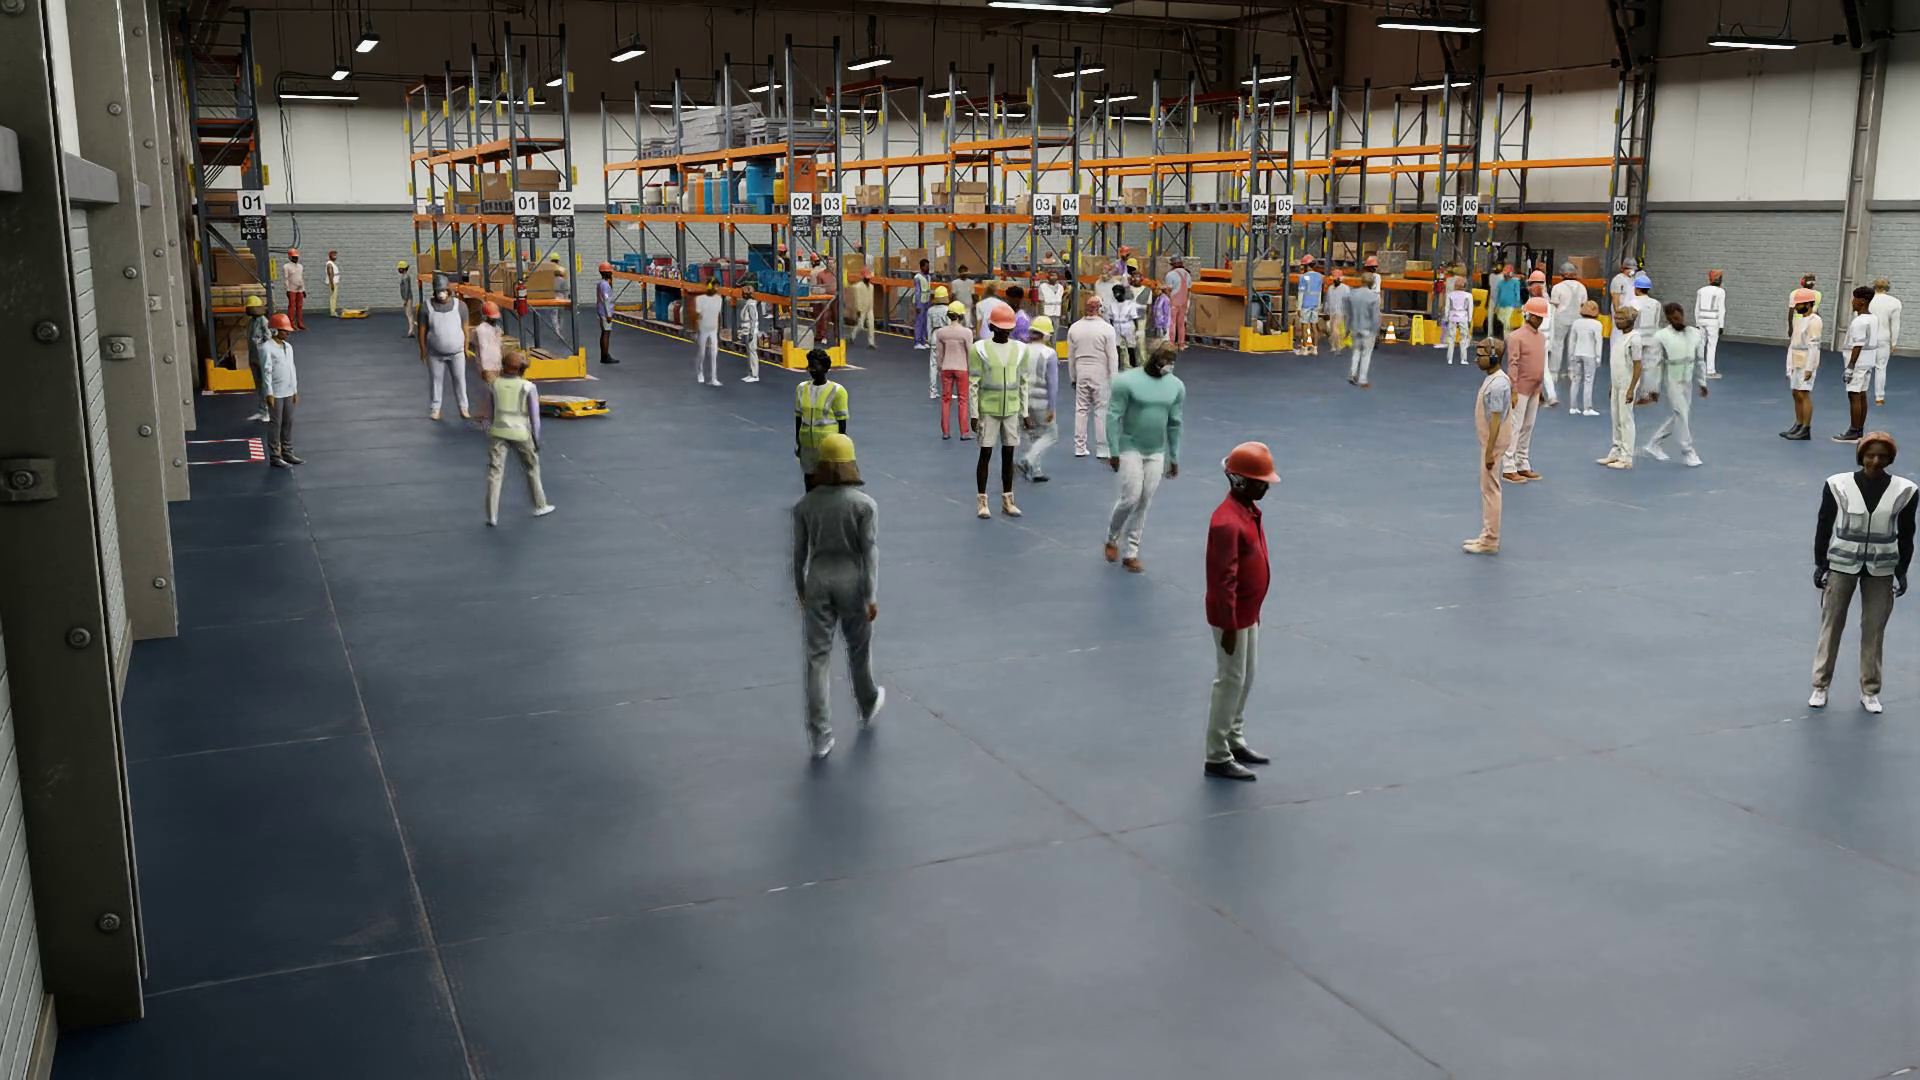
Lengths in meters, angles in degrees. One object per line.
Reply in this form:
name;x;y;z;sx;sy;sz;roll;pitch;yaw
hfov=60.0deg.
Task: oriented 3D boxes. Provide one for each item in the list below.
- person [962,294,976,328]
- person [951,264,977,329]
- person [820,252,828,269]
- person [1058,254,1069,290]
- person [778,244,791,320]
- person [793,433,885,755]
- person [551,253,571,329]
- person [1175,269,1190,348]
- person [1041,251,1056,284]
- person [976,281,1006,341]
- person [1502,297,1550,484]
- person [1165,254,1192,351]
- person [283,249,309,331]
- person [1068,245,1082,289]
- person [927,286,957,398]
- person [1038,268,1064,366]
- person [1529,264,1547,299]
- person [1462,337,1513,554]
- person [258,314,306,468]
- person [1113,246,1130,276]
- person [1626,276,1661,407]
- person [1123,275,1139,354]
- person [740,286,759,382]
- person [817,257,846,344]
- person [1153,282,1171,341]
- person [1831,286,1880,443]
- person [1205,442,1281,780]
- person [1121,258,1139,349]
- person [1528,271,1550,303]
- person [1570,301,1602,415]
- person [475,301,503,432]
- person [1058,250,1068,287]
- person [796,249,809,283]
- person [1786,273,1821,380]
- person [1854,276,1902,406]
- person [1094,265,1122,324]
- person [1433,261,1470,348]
person;0.158;-6.292;41.799;0.594;1.924;0.382;-6;13;-27
person;0.070;-4.777;34.349;0.572;1.838;0.728;-1;11;-7
person;-4.065;-7.837;50.123;0.488;1.739;0.533;-6;13;-27
person;2.872;-7.029;45.998;0.375;1.758;0.524;1;11;7
person;-4.767;-6.937;44.763;0.357;2.047;0.614;5;12;26
person;-0.660;0.260;9.069;0.511;1.688;0.904;2;11;12
person;-10.015;-6.169;41.283;0.601;1.902;0.915;1;11;5
person;4.749;-4.932;35.502;0.319;1.688;0.539;-2;11;-8
person;2.906;-8.626;54.401;0.518;1.636;0.312;1;11;7
person;0.503;-3.142;26.091;0.514;1.818;0.541;0;11;0
person;6.085;-1.606;17.834;0.611;1.985;0.394;-9;14;-39
person;4.482;-4.964;34.760;0.684;2.000;0.535;-10;15;-40
person;-16.300;-6.128;40.788;0.376;1.995;0.612;4;12;22
person;3.721;-8.517;53.294;0.581;1.861;0.784;4;12;20
person;-0.283;-3.066;25.866;0.492;1.746;0.285;8;13;34
person;1.696;-4.177;31.261;0.567;1.841;0.377;-8;14;-35
person;11.403;-4.505;32.830;0.352;1.883;0.580;10;15;40
person;4.488;-0.795;14.096;0.348;1.839;0.504;3;12;15
person;-7.715;-1.699;18.939;0.352;1.741;0.568;2;11;11
person;4.186;-6.482;42.491;0.605;2.034;0.388;4;12;19
person;10.098;-2.944;24.719;0.615;1.950;0.375;-4;12;-19
person;3.538;-4.590;33.895;0.311;1.639;0.521;10;15;43
person;-3.596;-3.520;28.450;0.307;1.636;0.525;-3;12;-15
person;-2.836;-5.277;36.694;0.641;1.908;0.407;-3;11;-13
person;3.664;-3.848;30.133;0.314;1.634;0.515;-2;11;-11
person;11.290;-2.203;20.916;0.368;1.966;0.602;11;15;43
person;1.438;0.358;8.490;0.353;1.737;0.574;4;12;22
person;3.595;-5.008;35.301;0.382;1.917;0.585;3;11;14
person;9.379;-3.415;27.146;0.361;1.940;0.543;9;14;38
person;8.946;-2.599;23.779;0.280;1.632;0.501;-7;13;-31
person;-6.167;-2.283;21.935;0.367;1.724;0.654;2;11;8
person;3.437;-8.844;55.516;0.499;1.634;0.279;-10;15;-43
person;-5.019;-8.273;52.349;0.574;1.739;0.354;-2;11;-12
person;14.552;-3.678;28.718;0.566;1.847;0.389;-2;11;-10
person;13.743;-2.982;24.985;0.625;1.930;0.380;9;14;38
person;2.867;-4.420;32.431;0.660;1.873;0.448;9;14;38
person;10.546;-5.019;35.527;0.782;1.849;0.522;-5;12;-25
